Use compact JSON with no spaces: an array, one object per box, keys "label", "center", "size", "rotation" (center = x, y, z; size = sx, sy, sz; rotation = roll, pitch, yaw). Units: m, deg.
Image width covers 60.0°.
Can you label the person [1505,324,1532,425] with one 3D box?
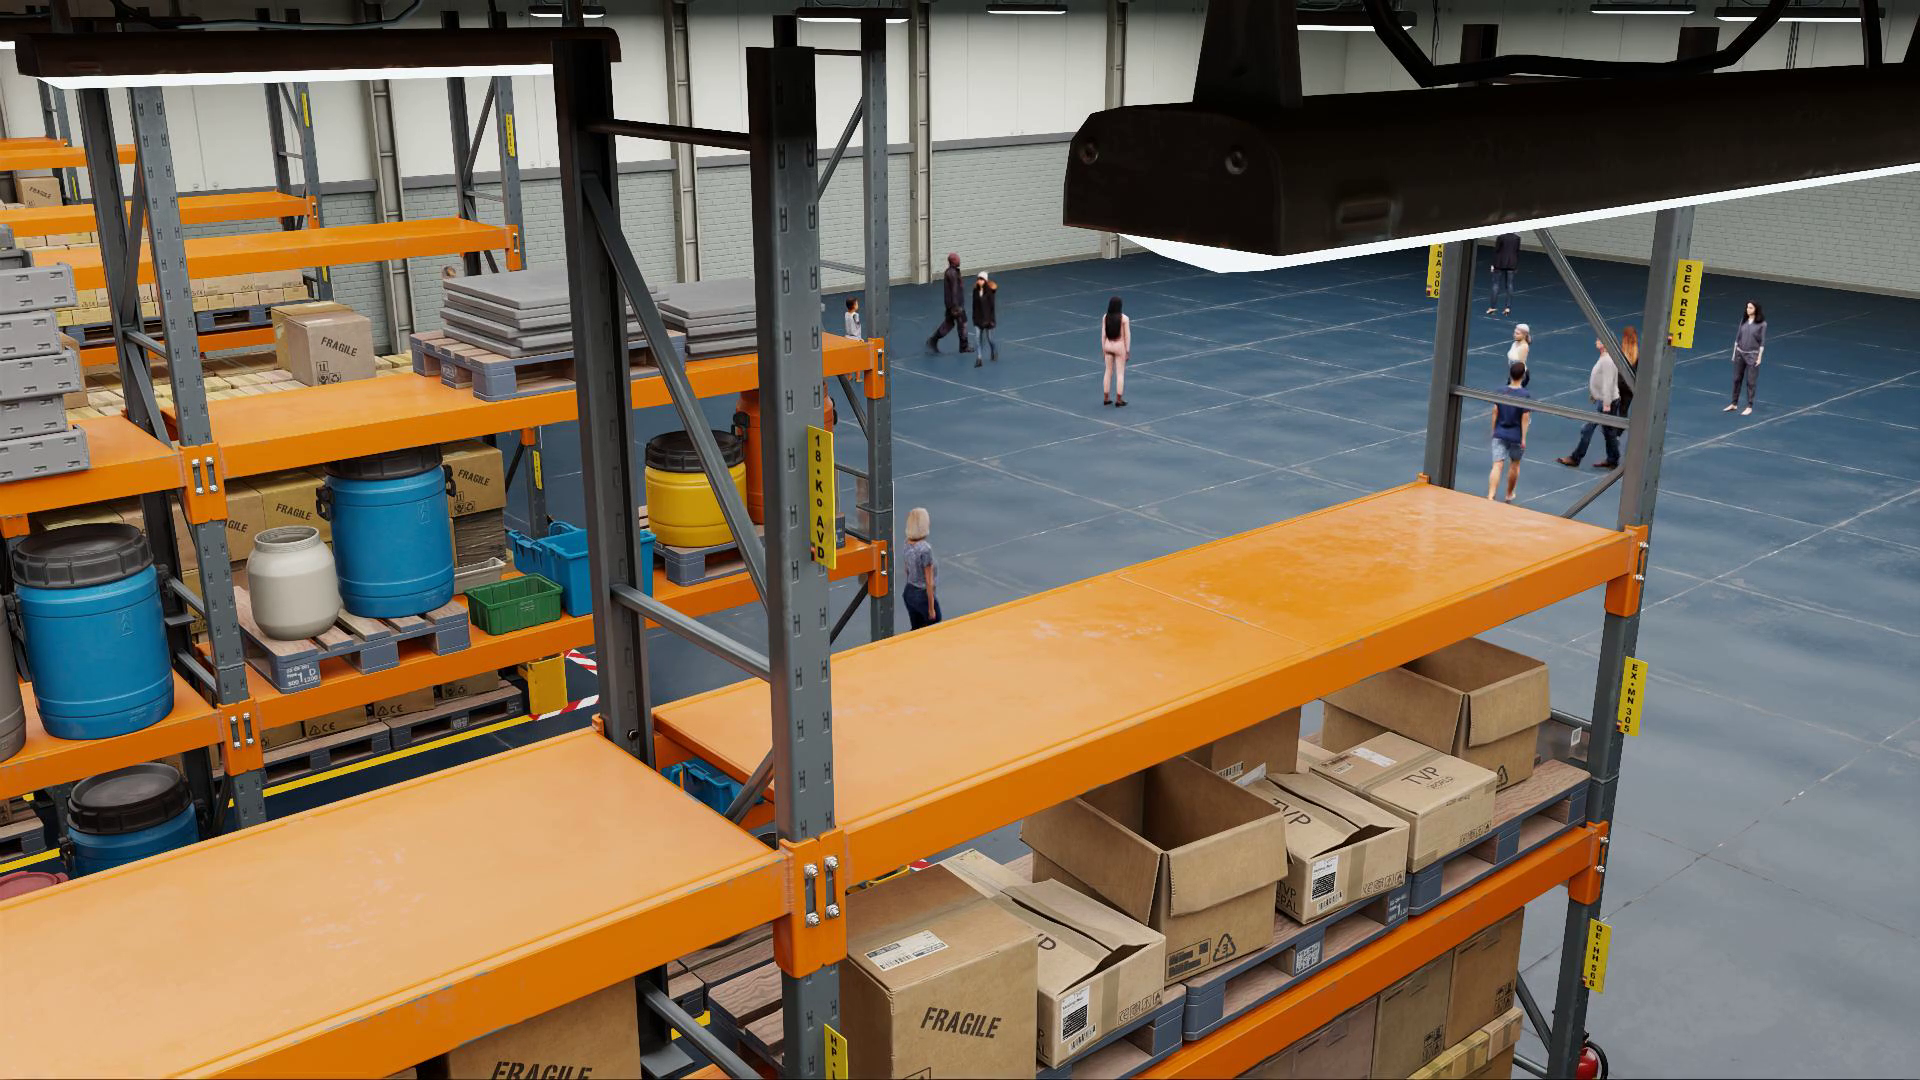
[{"label":"person","center":[8.136,-2.287,23.977],"size":[0.866,1.685,0.808],"rotation":[2,18,5]}]

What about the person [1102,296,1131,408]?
[{"label":"person","center":[2.420,-2.942,25.930],"size":[0.674,1.720,0.626],"rotation":[11,21,31]}]

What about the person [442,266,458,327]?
[{"label":"person","center":[-8.477,-3.726,28.181],"size":[0.928,1.818,0.778],"rotation":[-5,19,-15]}]

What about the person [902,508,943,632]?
[{"label":"person","center":[-0.423,0.558,15.192],"size":[0.657,1.714,0.618],"rotation":[-12,22,-33]}]

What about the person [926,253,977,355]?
[{"label":"person","center":[-0.208,-4.204,29.652],"size":[1.261,1.816,1.001],"rotation":[-5,19,-16]}]

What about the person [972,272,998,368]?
[{"label":"person","center":[0.450,-3.827,28.815],"size":[0.909,1.617,1.075],"rotation":[7,19,19]}]

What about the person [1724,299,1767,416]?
[{"label":"person","center":[12.077,-2.816,25.474],"size":[0.523,1.762,0.608],"rotation":[-13,22,-34]}]

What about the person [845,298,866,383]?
[{"label":"person","center":[-1.779,-3.371,27.674],"size":[0.617,1.456,0.578],"rotation":[12,22,34]}]

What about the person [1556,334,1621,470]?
[{"label":"person","center":[8.730,-1.840,22.297],"size":[1.113,1.874,1.132],"rotation":[7,19,21]}]

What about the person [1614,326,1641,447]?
[{"label":"person","center":[9.392,-2.157,23.570],"size":[0.904,1.688,1.054],"rotation":[7,19,21]}]

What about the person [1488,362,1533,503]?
[{"label":"person","center":[6.778,-1.265,20.623],"size":[0.873,1.818,1.207],"rotation":[10,21,29]}]

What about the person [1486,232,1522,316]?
[{"label":"person","center":[9.877,-4.985,30.276],"size":[0.814,1.779,0.788],"rotation":[1,18,2]}]
